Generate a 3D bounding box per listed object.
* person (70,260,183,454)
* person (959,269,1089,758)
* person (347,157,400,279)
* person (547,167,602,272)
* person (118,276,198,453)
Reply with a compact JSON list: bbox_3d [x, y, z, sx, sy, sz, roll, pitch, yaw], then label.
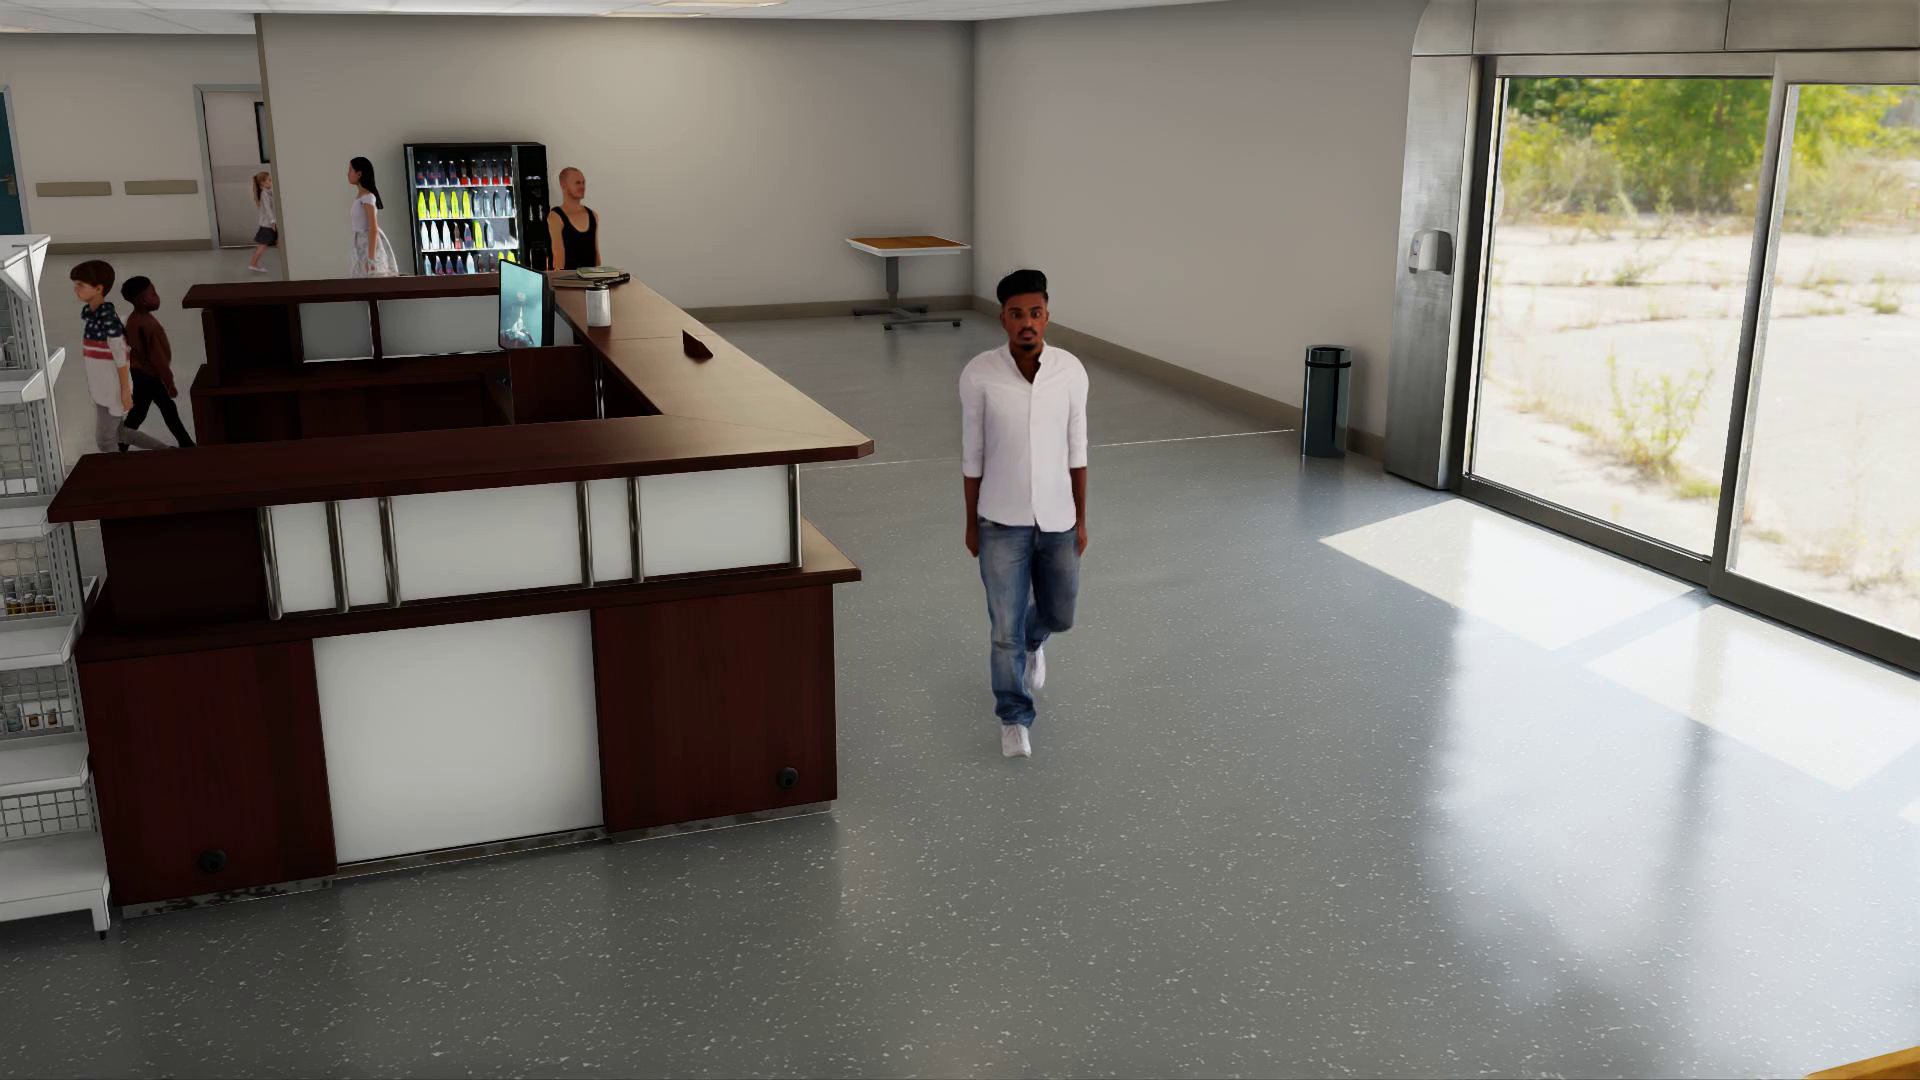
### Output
[{"bbox_3d":[-4.951,-0.929,9.826,0.952,1.422,0.745,-15,21,-42],"label":"person"},{"bbox_3d":[0.250,-0.128,6.287,0.992,1.801,0.843,-2,16,-6],"label":"person"},{"bbox_3d":[-5.154,-2.444,14.550,0.633,1.774,0.647,-7,17,-23],"label":"person"},{"bbox_3d":[-2.902,-1.848,12.377,0.860,1.806,0.777,11,19,34],"label":"person"},{"bbox_3d":[-5.212,-1.023,10.531,0.966,1.220,0.711,-12,19,-35],"label":"person"}]
